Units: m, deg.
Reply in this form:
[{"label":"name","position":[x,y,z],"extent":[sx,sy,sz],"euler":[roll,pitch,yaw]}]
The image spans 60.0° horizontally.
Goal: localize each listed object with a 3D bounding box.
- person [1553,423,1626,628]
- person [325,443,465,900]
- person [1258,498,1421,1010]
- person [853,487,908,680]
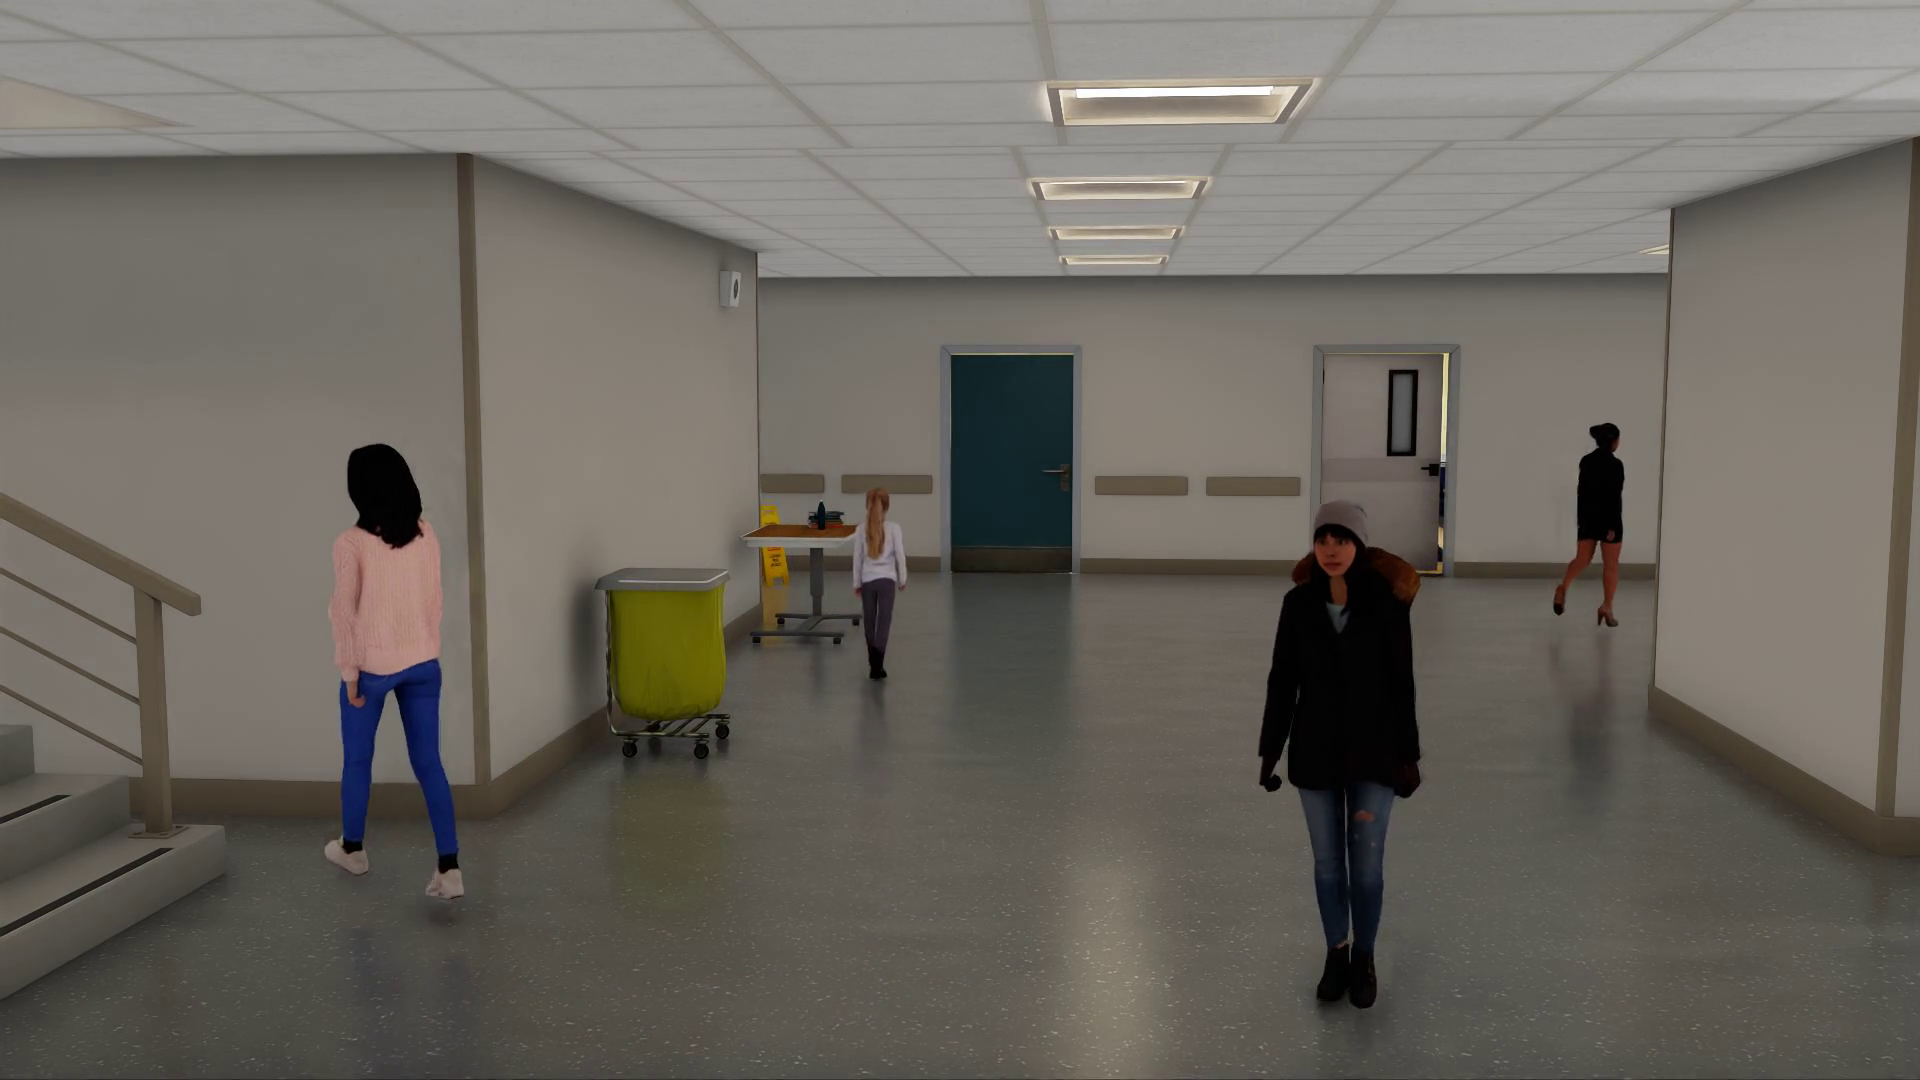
[{"label":"person","position":[4.989,-0.097,13.109],"extent":[0.991,1.623,0.879],"euler":[-4,7,-32]},{"label":"person","position":[-2.100,0.537,6.311],"extent":[1.155,1.722,1.222],"euler":[-5,8,-41]},{"label":"person","position":[1.274,0.673,5.432],"extent":[0.672,1.628,0.796],"euler":[3,6,25]},{"label":"person","position":[-0.550,0.299,10.998],"extent":[0.794,1.259,0.614],"euler":[1,6,13]}]
